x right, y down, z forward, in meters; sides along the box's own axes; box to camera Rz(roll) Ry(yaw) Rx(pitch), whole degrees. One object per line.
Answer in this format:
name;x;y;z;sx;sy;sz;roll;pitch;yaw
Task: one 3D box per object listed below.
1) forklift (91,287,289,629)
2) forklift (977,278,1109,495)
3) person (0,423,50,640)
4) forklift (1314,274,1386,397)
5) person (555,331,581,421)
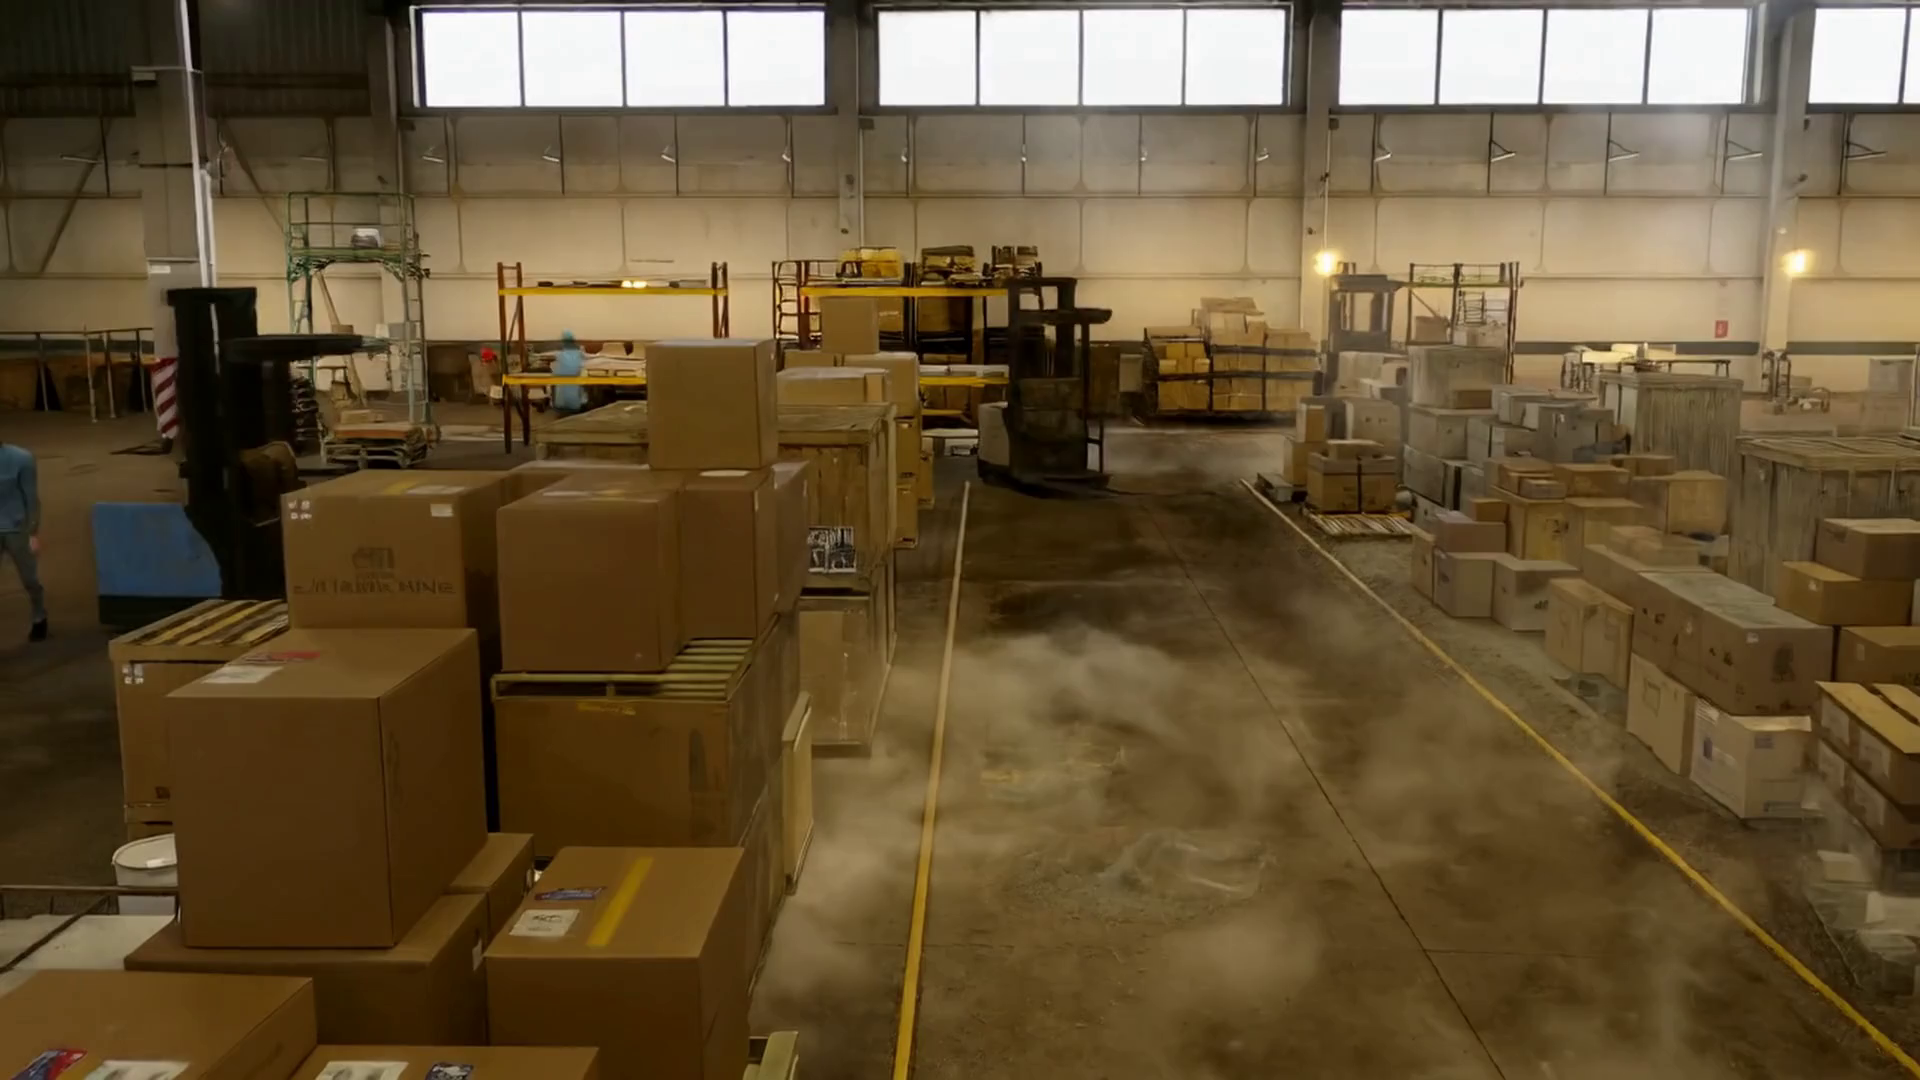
forklift;-6.160;-0.715;13.920;1.873;2.768;1.129;0;9;1
forklift;1.072;-2.121;22.343;1.129;2.768;1.873;-4;10;-24
person;-7.506;-0.066;13.038;0.647;1.895;1.042;-2;10;-11
forklift;6.876;-3.233;29.002;1.129;2.768;1.873;0;9;1
person;-6.543;-2.526;27.699;0.491;1.905;0.755;-9;13;-42
